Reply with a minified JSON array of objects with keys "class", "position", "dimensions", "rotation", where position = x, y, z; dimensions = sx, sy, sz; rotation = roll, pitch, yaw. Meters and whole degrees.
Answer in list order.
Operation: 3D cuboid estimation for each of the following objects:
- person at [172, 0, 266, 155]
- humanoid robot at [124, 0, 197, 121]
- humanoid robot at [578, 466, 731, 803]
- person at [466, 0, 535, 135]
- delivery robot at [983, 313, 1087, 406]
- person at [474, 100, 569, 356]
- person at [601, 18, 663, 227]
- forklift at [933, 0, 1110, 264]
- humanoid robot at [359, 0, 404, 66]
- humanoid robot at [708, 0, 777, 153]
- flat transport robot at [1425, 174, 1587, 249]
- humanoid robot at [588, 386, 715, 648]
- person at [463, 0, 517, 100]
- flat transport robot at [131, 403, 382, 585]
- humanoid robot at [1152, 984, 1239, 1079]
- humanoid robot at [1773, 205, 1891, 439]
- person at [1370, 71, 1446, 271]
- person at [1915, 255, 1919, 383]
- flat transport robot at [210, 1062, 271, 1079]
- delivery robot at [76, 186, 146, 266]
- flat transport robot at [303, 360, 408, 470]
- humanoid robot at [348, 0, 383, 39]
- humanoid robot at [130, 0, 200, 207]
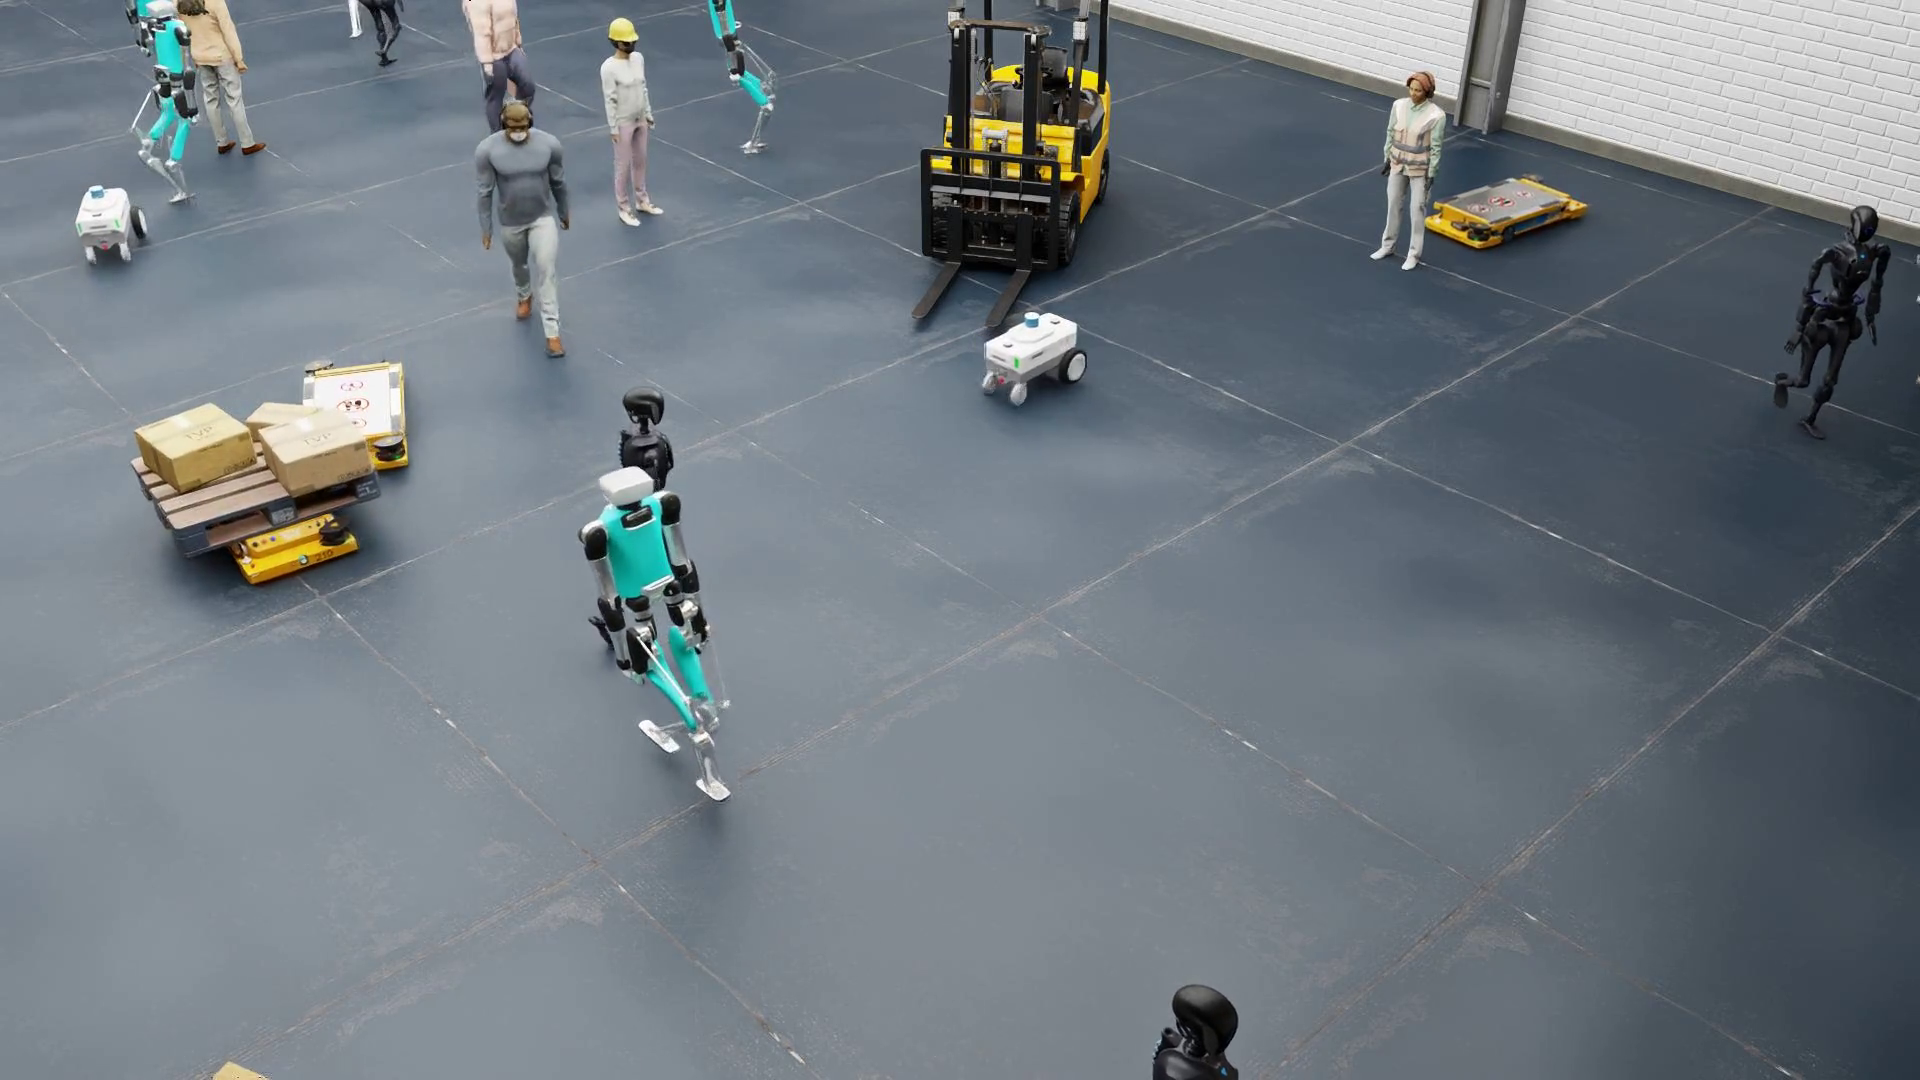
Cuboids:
[{"class":"person","position":[-7.050,-4.563,15.716],"dimensions":[0.551,1.877,0.414],"rotation":[5,33,8]},{"class":"humanoid robot","position":[-7.908,-5.028,16.587],"dimensions":[0.530,1.803,0.805],"rotation":[-6,34,-10]},{"class":"humanoid robot","position":[-1.327,0.549,7.978],"dimensions":[0.533,1.722,1.003],"rotation":[-28,42,-36]},{"class":"person","position":[-4.348,-4.629,15.844],"dimensions":[0.604,1.847,0.814],"rotation":[14,36,20]},{"class":"delivery robot","position":[0.525,-1.347,11.995],"dimensions":[0.499,0.610,0.813],"rotation":[27,42,35]},{"class":"person","position":[-3.238,-2.408,12.394],"dimensions":[0.658,1.885,1.035],"rotation":[-10,34,-15]},{"class":"person","position":[-2.835,-3.608,14.345],"dimensions":[0.322,1.767,0.532],"rotation":[18,37,25]},{"class":"forklift","position":[0.570,-3.725,14.138],"dimensions":[1.214,2.155,2.313],"rotation":[9,34,13]},{"class":"humanoid robot","position":[-6.372,-5.973,18.069],"dimensions":[0.586,1.645,0.444],"rotation":[11,35,17]},{"class":"humanoid robot","position":[-2.003,-4.533,15.825],"dimensions":[0.757,1.811,0.544],"rotation":[-7,34,-11]},{"class":"flat transport robot","position":[4.791,-2.889,14.613],"dimensions":[1.431,0.231,0.659],"rotation":[-21,38,-29]},{"class":"humanoid robot","position":[-1.740,-0.084,9.036],"dimensions":[0.679,1.632,0.616],"rotation":[-11,35,-16]},{"class":"person","position":[-4.747,-5.258,16.865],"dimensions":[0.525,1.784,0.401],"rotation":[-3,33,-5]},{"class":"flat transport robot","position":[-4.386,-0.210,10.495],"dimensions":[0.659,0.231,1.431],"rotation":[-22,39,-30]},{"class":"humanoid robot","position":[0.757,2.109,5.637],"dimensions":[0.355,1.642,0.602],"rotation":[18,37,25]},{"class":"humanoid robot","position":[5.867,-1.511,11.215],"dimensions":[0.611,1.641,0.518],"rotation":[-4,33,-6]},{"class":"person","position":[3.671,-3.019,13.565],"dimensions":[0.315,1.632,0.517],"rotation":[-27,42,-35]},{"class":"person","position":[7.158,-1.953,11.892],"dimensions":[0.529,1.660,0.852],"rotation":[7,34,11]},{"class":"flat transport robot","position":[-2.641,2.825,5.832],"dimensions":[1.431,0.231,0.659],"rotation":[26,41,34]},{"class":"delivery robot","position":[-7.214,-2.690,14.037],"dimensions":[0.499,0.586,0.765],"rotation":[-10,34,-15]},{"class":"flat transport robot","position":[-4.188,-0.872,11.513],"dimensions":[0.659,0.231,1.431],"rotation":[-9,34,-14]},{"class":"humanoid robot","position":[-6.978,-6.693,19.170],"dimensions":[0.566,1.818,0.924],"rotation":[0,33,0]},{"class":"humanoid robot","position":[-7.042,-3.752,14.688],"dimensions":[0.539,1.875,0.749],"rotation":[23,39,30]}]
